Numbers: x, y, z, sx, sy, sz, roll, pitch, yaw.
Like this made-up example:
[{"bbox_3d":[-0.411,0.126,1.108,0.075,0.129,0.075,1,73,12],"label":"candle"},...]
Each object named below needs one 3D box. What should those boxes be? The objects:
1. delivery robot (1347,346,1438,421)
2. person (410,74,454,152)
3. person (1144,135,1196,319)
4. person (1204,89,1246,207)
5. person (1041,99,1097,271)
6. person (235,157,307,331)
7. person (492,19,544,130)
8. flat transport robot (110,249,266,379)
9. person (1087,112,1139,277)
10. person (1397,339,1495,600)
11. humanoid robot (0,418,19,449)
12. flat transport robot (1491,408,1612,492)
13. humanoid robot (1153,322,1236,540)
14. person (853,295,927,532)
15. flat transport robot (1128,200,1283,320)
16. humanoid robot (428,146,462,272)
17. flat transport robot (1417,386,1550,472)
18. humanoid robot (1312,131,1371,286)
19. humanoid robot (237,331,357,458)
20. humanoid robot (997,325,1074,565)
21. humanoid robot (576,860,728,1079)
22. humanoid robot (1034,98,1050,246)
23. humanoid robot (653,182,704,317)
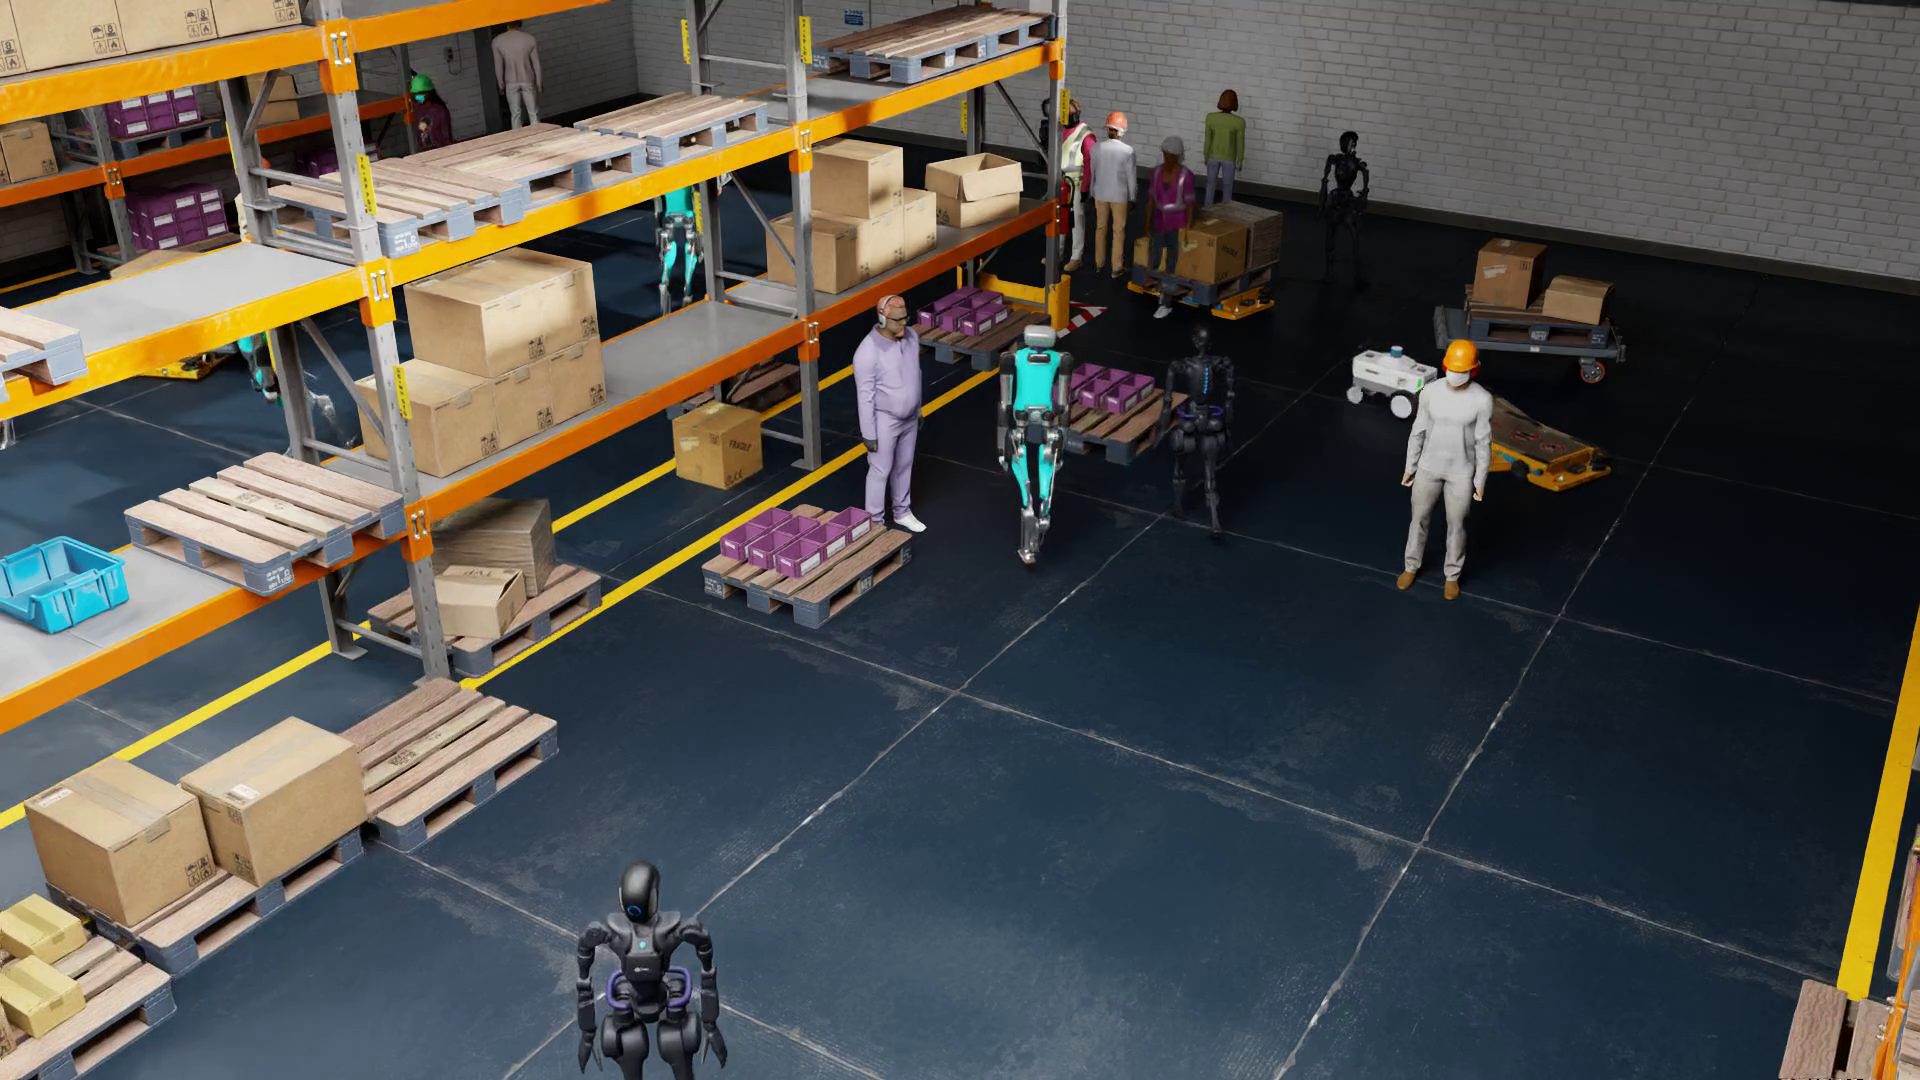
[{"bbox_3d":[3.823,-1.421,14.666,0.766,0.580,0.499,23,35,38],"label":"delivery robot"},{"bbox_3d":[-5.946,-4.371,18.997,0.494,1.907,0.959,6,28,12],"label":"person"},{"bbox_3d":[2.098,-3.158,16.692,0.548,1.831,0.490,16,31,28],"label":"person"},{"bbox_3d":[3.076,-4.443,19.453,0.492,1.624,0.281,12,29,22],"label":"person"},{"bbox_3d":[1.168,-3.861,18.075,0.429,1.840,0.623,-24,35,-39],"label":"person"},{"bbox_3d":[-6.680,-2.862,16.191,0.570,1.755,0.320,-17,32,-31],"label":"person"},{"bbox_3d":[-5.954,-6.177,22.526,0.627,1.940,0.370,-6,27,-11],"label":"person"},{"bbox_3d":[-7.191,-1.888,15.919,0.659,0.231,1.431,5,27,9],"label":"flat transport robot"},{"bbox_3d":[1.647,-3.720,17.907,0.578,1.748,0.381,14,30,25],"label":"person"},{"bbox_3d":[3.324,-0.484,11.374,0.560,1.888,0.398,13,30,24],"label":"person"},{"bbox_3d":[-8.126,-1.629,13.766,0.774,1.764,0.590,-9,28,-16],"label":"humanoid robot"},{"bbox_3d":[4.584,-0.786,13.747,0.659,0.231,1.431,-17,31,-30],"label":"flat transport robot"},{"bbox_3d":[1.757,-0.802,12.272,0.596,1.638,0.749,-5,27,-10],"label":"humanoid robot"},{"bbox_3d":[-0.480,-0.879,12.138,0.404,1.900,0.634,19,32,32],"label":"person"},{"bbox_3d":[2.504,-2.601,17.323,0.659,0.231,1.431,-24,35,-38],"label":"flat transport robot"},{"bbox_3d":[-5.278,-3.203,17.018,0.600,1.636,0.795,-3,27,-5],"label":"humanoid robot"},{"bbox_3d":[4.452,-0.964,14.098,0.659,0.231,1.431,-6,28,-12],"label":"flat transport robot"},{"bbox_3d":[4.090,-3.498,17.532,0.630,1.643,0.429,22,34,36],"label":"humanoid robot"},{"bbox_3d":[-5.262,-1.365,13.280,0.946,1.770,0.544,-18,32,-31],"label":"humanoid robot"},{"bbox_3d":[0.547,-0.588,11.734,0.561,1.752,0.942,-3,27,-7],"label":"humanoid robot"},{"bbox_3d":[-1.272,1.935,6.831,0.611,1.638,0.487,-3,27,-6],"label":"humanoid robot"},{"bbox_3d":[1.038,-4.179,18.874,0.327,1.652,0.589,-12,29,-23],"label":"humanoid robot"},{"bbox_3d":[-2.764,-2.762,16.059,0.536,1.770,0.967,2,27,4],"label":"humanoid robot"}]
